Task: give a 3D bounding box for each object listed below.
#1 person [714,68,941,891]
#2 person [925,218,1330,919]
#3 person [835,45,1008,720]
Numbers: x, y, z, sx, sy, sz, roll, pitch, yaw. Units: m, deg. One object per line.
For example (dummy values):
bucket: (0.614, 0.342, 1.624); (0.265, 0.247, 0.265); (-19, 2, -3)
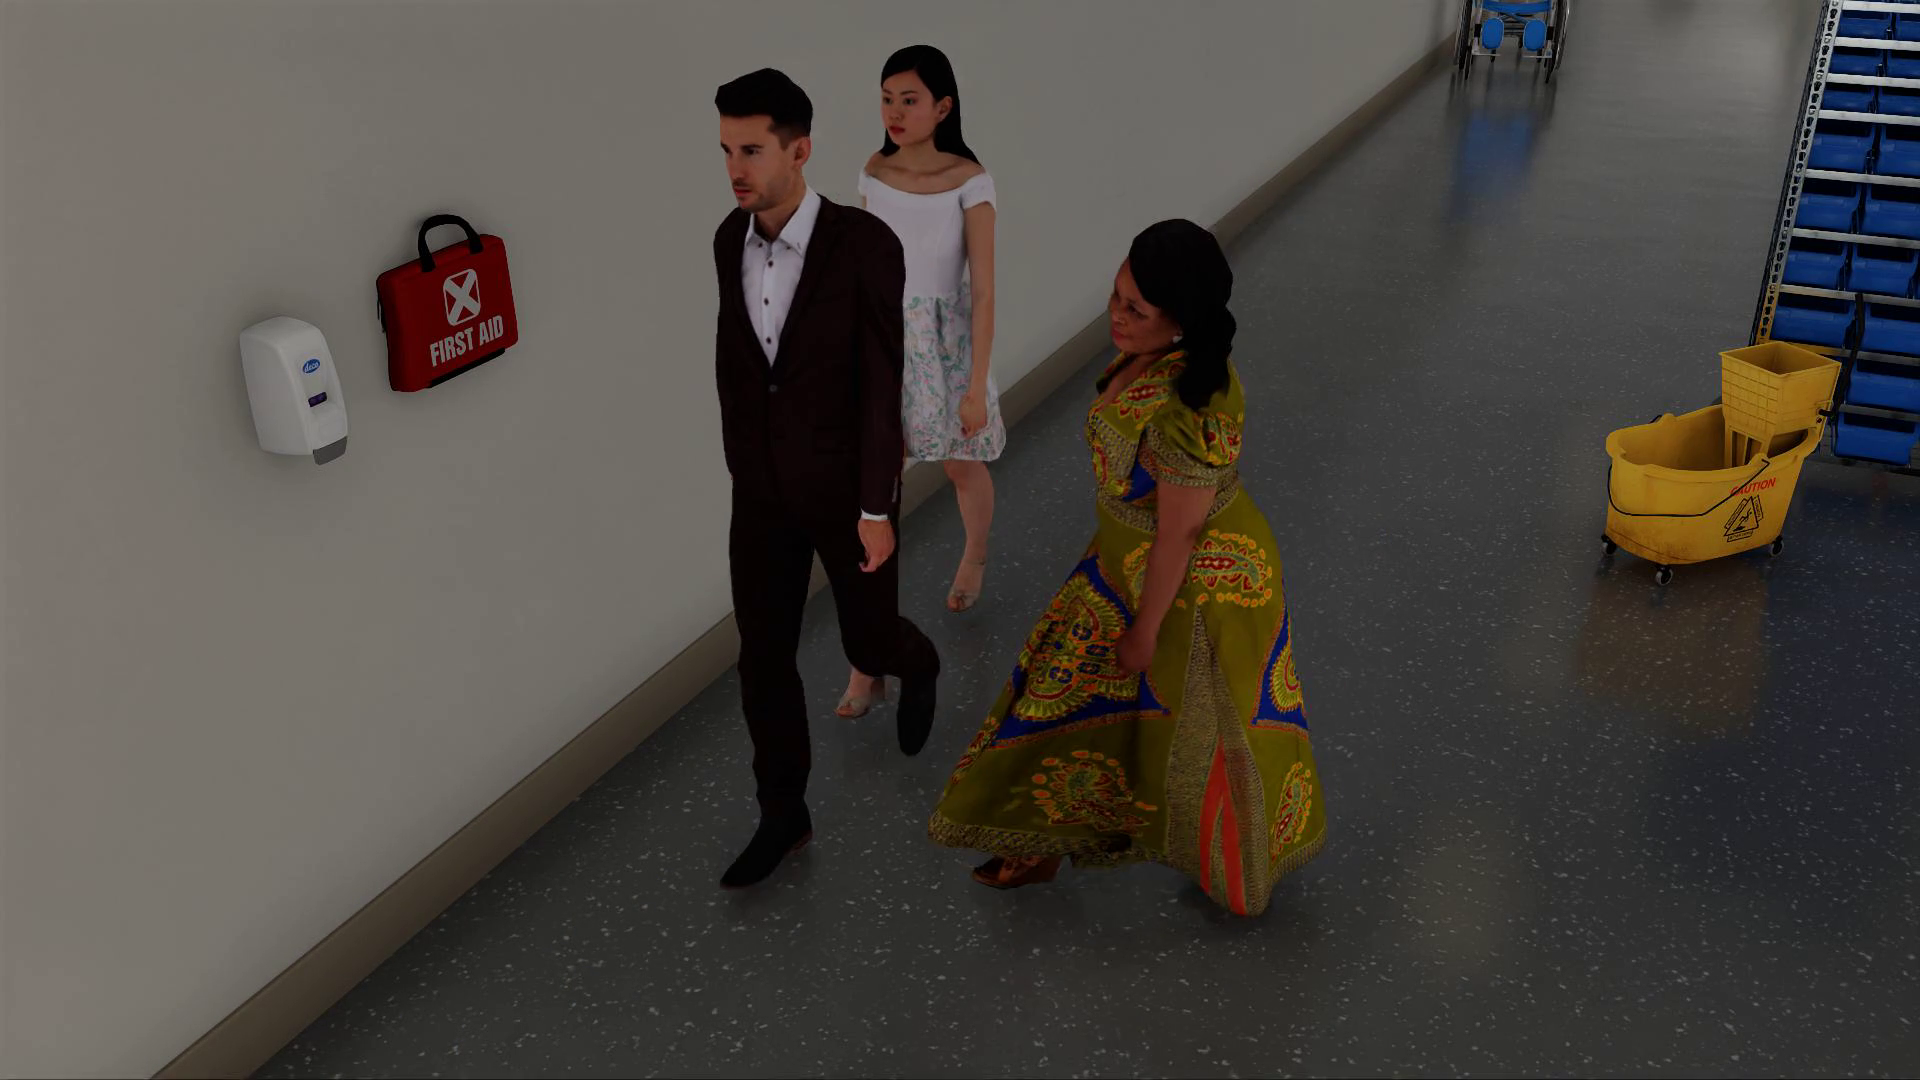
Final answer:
person: (-0.289, -0.147, 3.852); (1.062, 1.835, 0.728); (11, 28, 21)
person: (0.521, 0.101, 3.595); (1.304, 1.612, 1.171); (-2, 26, -4)
person: (-0.049, -0.441, 4.598); (1.091, 1.717, 0.666); (11, 28, 22)
